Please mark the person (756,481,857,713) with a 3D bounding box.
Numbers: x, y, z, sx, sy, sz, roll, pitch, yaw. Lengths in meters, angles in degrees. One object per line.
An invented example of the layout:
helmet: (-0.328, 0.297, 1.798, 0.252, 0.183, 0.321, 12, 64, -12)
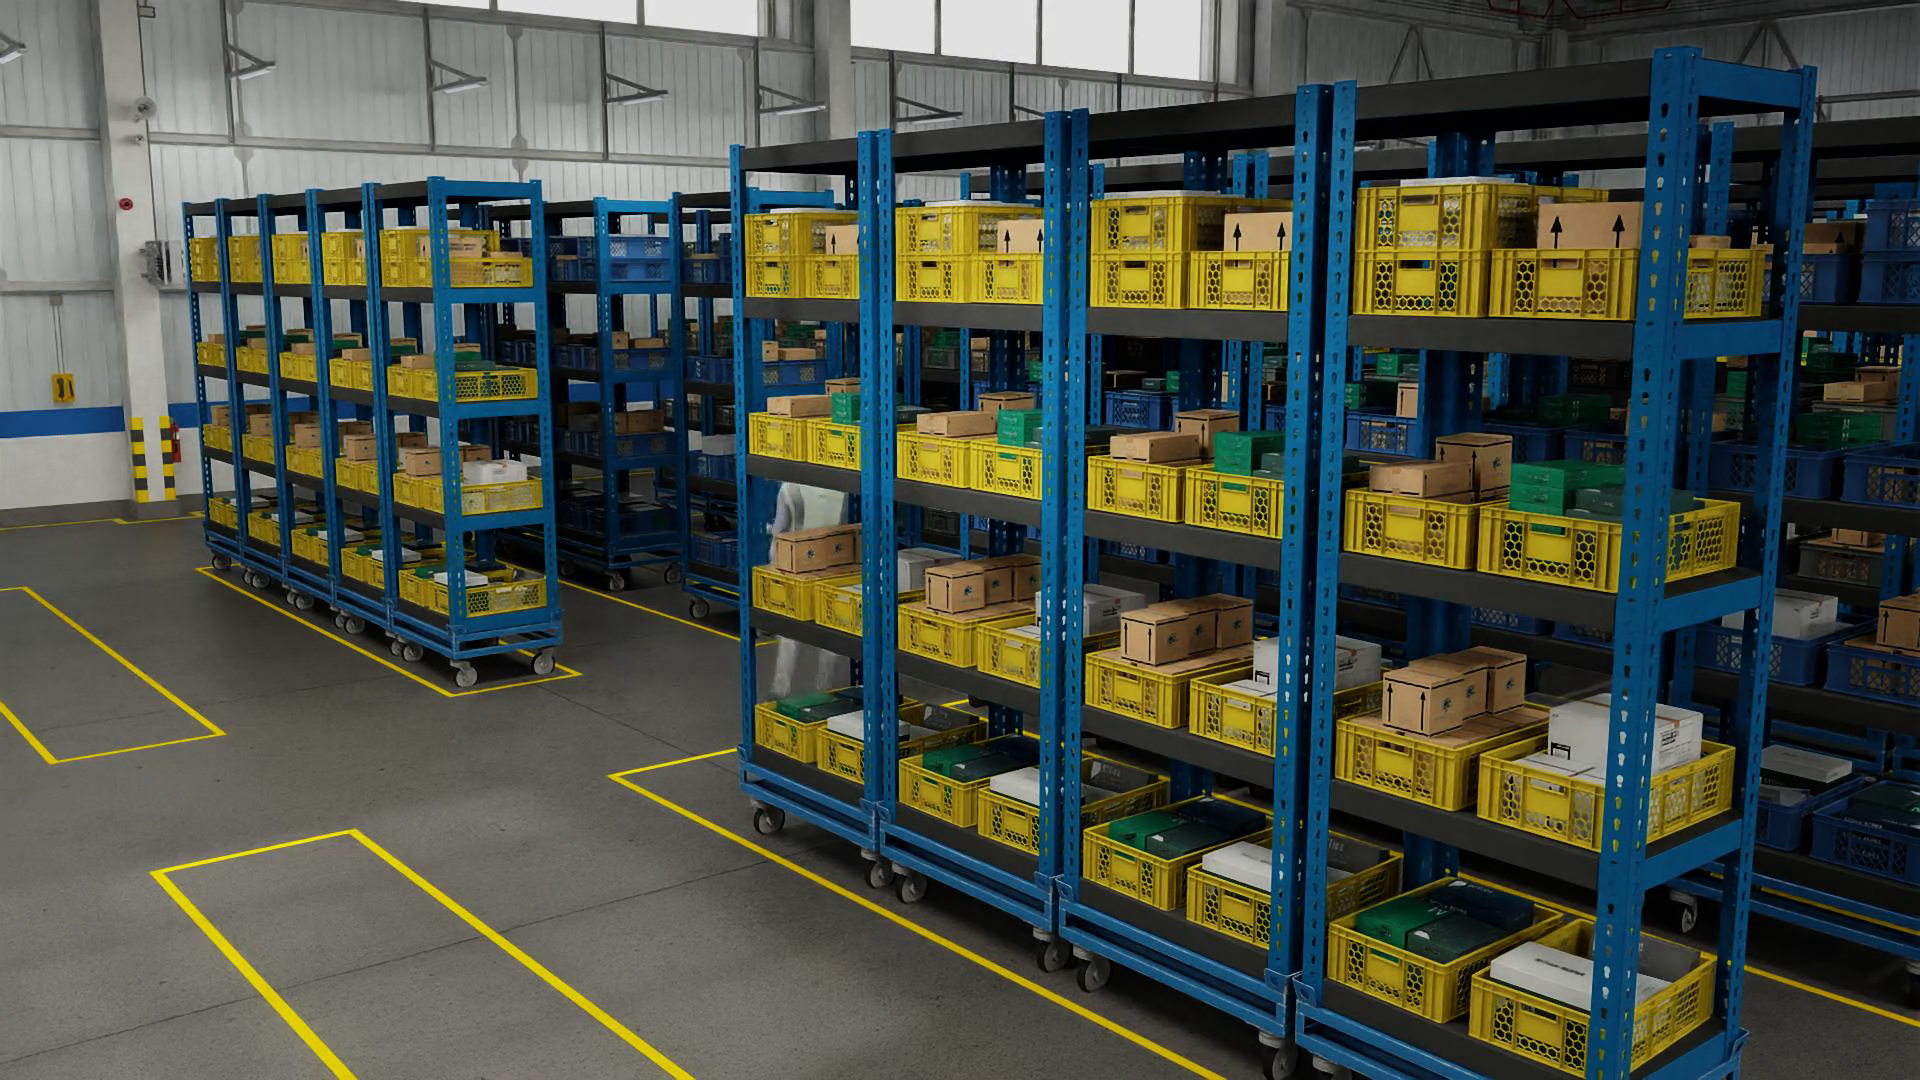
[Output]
person: (-1.040, 0.221, 11.231, 0.819, 1.892, 0.406, -2, 10, -11)
